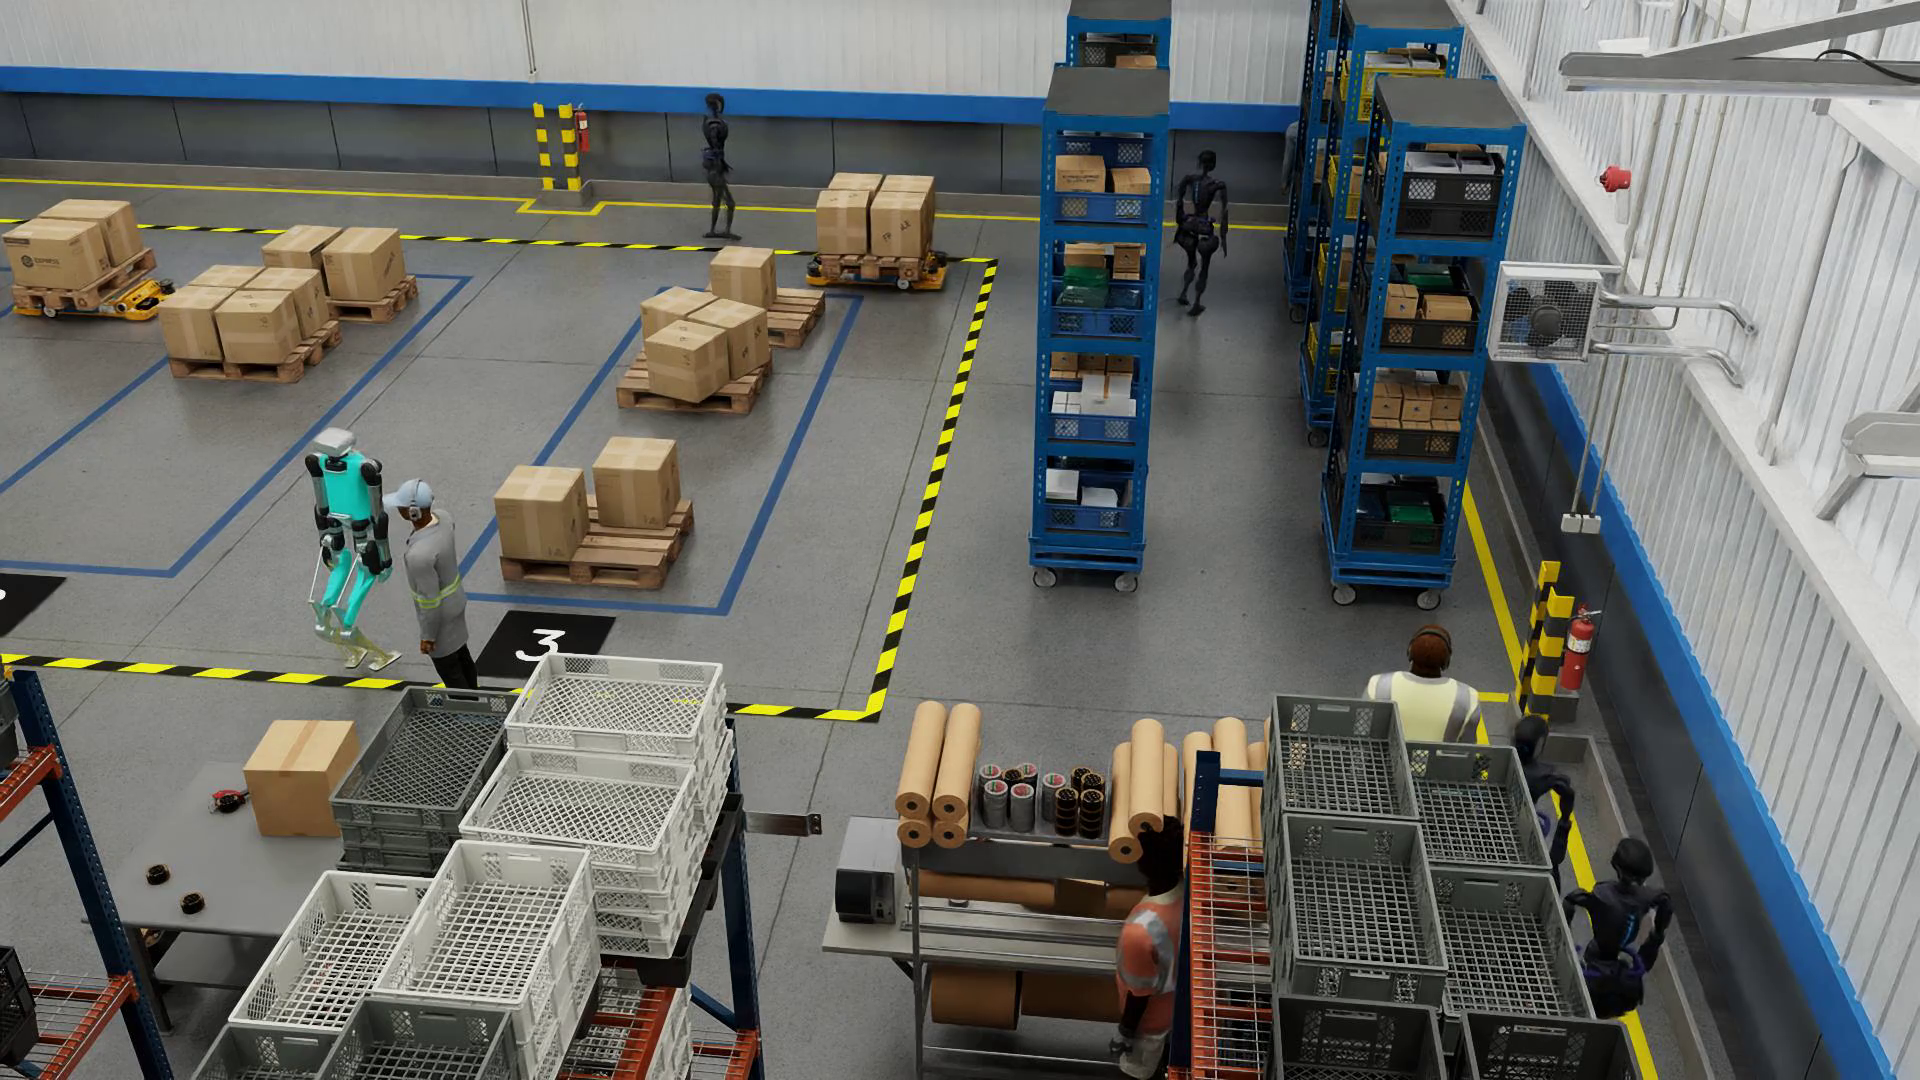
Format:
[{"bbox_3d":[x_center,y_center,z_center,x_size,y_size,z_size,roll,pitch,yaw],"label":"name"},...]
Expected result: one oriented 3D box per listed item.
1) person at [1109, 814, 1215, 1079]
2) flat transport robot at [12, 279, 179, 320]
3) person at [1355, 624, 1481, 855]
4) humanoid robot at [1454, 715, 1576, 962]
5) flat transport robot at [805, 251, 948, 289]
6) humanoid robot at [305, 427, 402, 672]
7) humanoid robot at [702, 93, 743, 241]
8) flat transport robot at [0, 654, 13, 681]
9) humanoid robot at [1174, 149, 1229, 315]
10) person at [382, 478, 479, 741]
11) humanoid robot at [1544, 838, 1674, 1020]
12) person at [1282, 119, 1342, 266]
[{"bbox_3d":[0.877,2.040,7.482,0.364,1.964,0.609,21,36,32],"label":"person"},{"bbox_3d":[-8.787,-2.479,16.903,1.431,0.197,0.652,3,30,6],"label":"flat transport robot"},{"bbox_3d":[2.428,1.254,8.955,0.621,1.844,0.428,8,31,13],"label":"person"},{"bbox_3d":[2.816,1.588,8.538,0.590,1.652,0.327,15,33,24],"label":"humanoid robot"},{"bbox_3d":[-0.874,-2.890,17.610,1.431,0.197,0.652,3,30,6],"label":"flat transport robot"},{"bbox_3d":[-4.048,0.147,10.828,0.533,1.677,0.735,9,31,15],"label":"humanoid robot"},{"bbox_3d":[-2.636,-4.117,18.354,0.523,1.643,0.589,-2,30,-4],"label":"humanoid robot"},{"bbox_3d":[-7.142,0.969,11.010,1.431,0.231,0.659,3,30,6],"label":"flat transport robot"},{"bbox_3d":[2.390,-3.054,16.512,0.609,1.643,0.358,20,36,30],"label":"humanoid robot"},{"bbox_3d":[-3.259,0.441,10.343,0.372,1.852,0.588,-2,30,-3],"label":"person"},{"bbox_3d":[2.948,2.066,7.746,0.602,1.641,0.485,-2,30,-4],"label":"humanoid robot"},{"bbox_3d":[3.680,-3.747,17.450,0.627,1.940,0.373,2,30,4],"label":"person"}]
